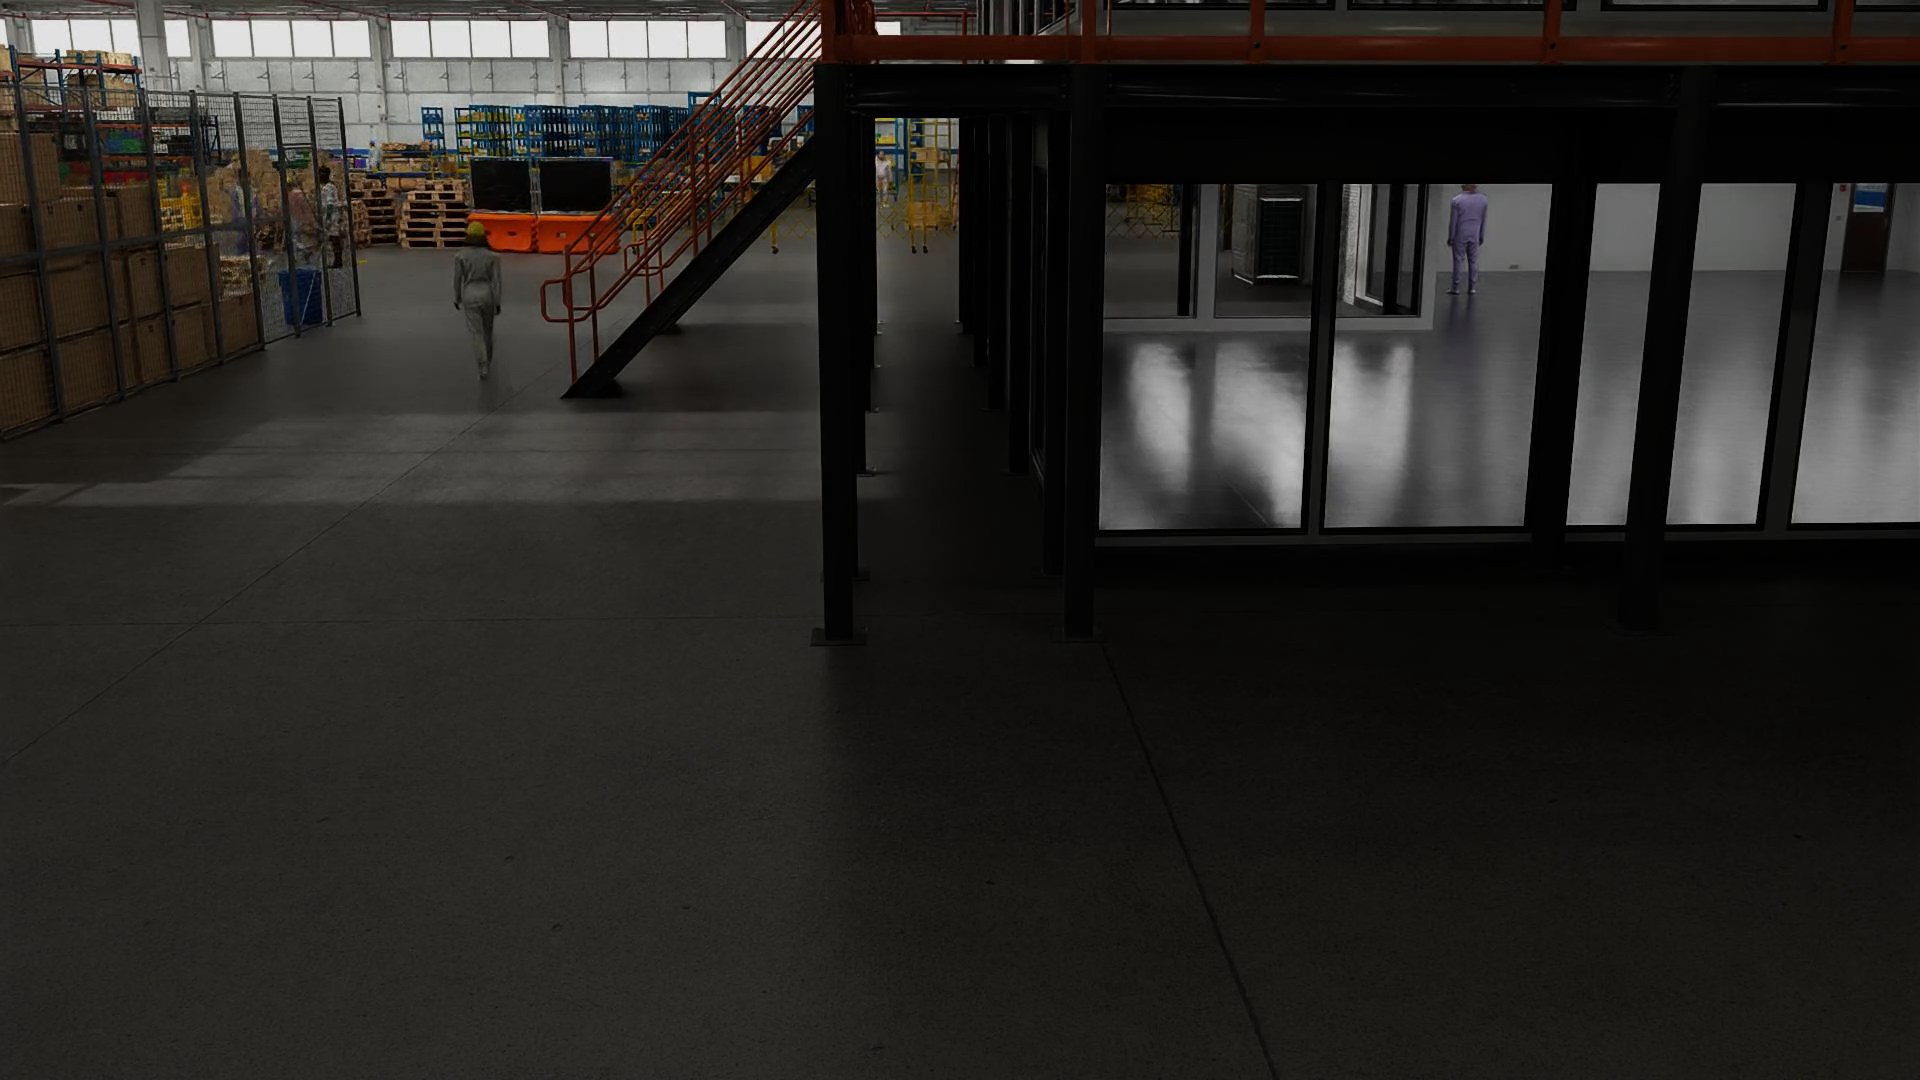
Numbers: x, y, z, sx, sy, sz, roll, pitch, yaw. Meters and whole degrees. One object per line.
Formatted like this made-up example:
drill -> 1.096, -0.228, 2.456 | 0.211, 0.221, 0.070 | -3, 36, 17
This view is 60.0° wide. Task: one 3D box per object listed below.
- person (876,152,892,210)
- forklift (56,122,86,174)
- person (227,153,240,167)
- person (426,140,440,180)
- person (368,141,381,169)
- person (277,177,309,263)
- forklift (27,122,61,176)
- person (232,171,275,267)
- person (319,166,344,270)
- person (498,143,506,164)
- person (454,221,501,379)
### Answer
person -> -2.569, -11.742, 54.355 | 0.645, 1.862, 0.985 | 2, 14, 9
forklift -> -38.589, -16.754, 72.296 | 1.129, 2.768, 1.873 | -1, 14, -3
person -> -23.318, -11.567, 53.717 | 0.613, 1.818, 0.468 | 1, 14, 2
person -> -26.066, -18.580, 81.474 | 0.927, 1.965, 0.628 | -3, 14, -13
person -> -30.146, -19.602, 85.701 | 1.062, 1.896, 0.617 | 6, 15, 22
person -> -13.286, -6.379, 33.125 | 0.613, 1.737, 0.532 | 5, 15, 20
forklift -> -35.376, -14.773, 64.377 | 1.129, 2.768, 1.873 | -1, 14, -2
person -> -13.837, -6.268, 32.449 | 0.999, 1.863, 0.602 | 4, 15, 17
person -> -12.025, -6.143, 31.741 | 0.365, 1.962, 0.613 | -2, 14, -10
person -> -24.473, -20.300, 88.748 | 0.616, 1.769, 0.913 | -1, 14, -2
person -> -5.262, -2.634, 18.242 | 0.489, 1.704, 0.871 | -7, 16, -28
